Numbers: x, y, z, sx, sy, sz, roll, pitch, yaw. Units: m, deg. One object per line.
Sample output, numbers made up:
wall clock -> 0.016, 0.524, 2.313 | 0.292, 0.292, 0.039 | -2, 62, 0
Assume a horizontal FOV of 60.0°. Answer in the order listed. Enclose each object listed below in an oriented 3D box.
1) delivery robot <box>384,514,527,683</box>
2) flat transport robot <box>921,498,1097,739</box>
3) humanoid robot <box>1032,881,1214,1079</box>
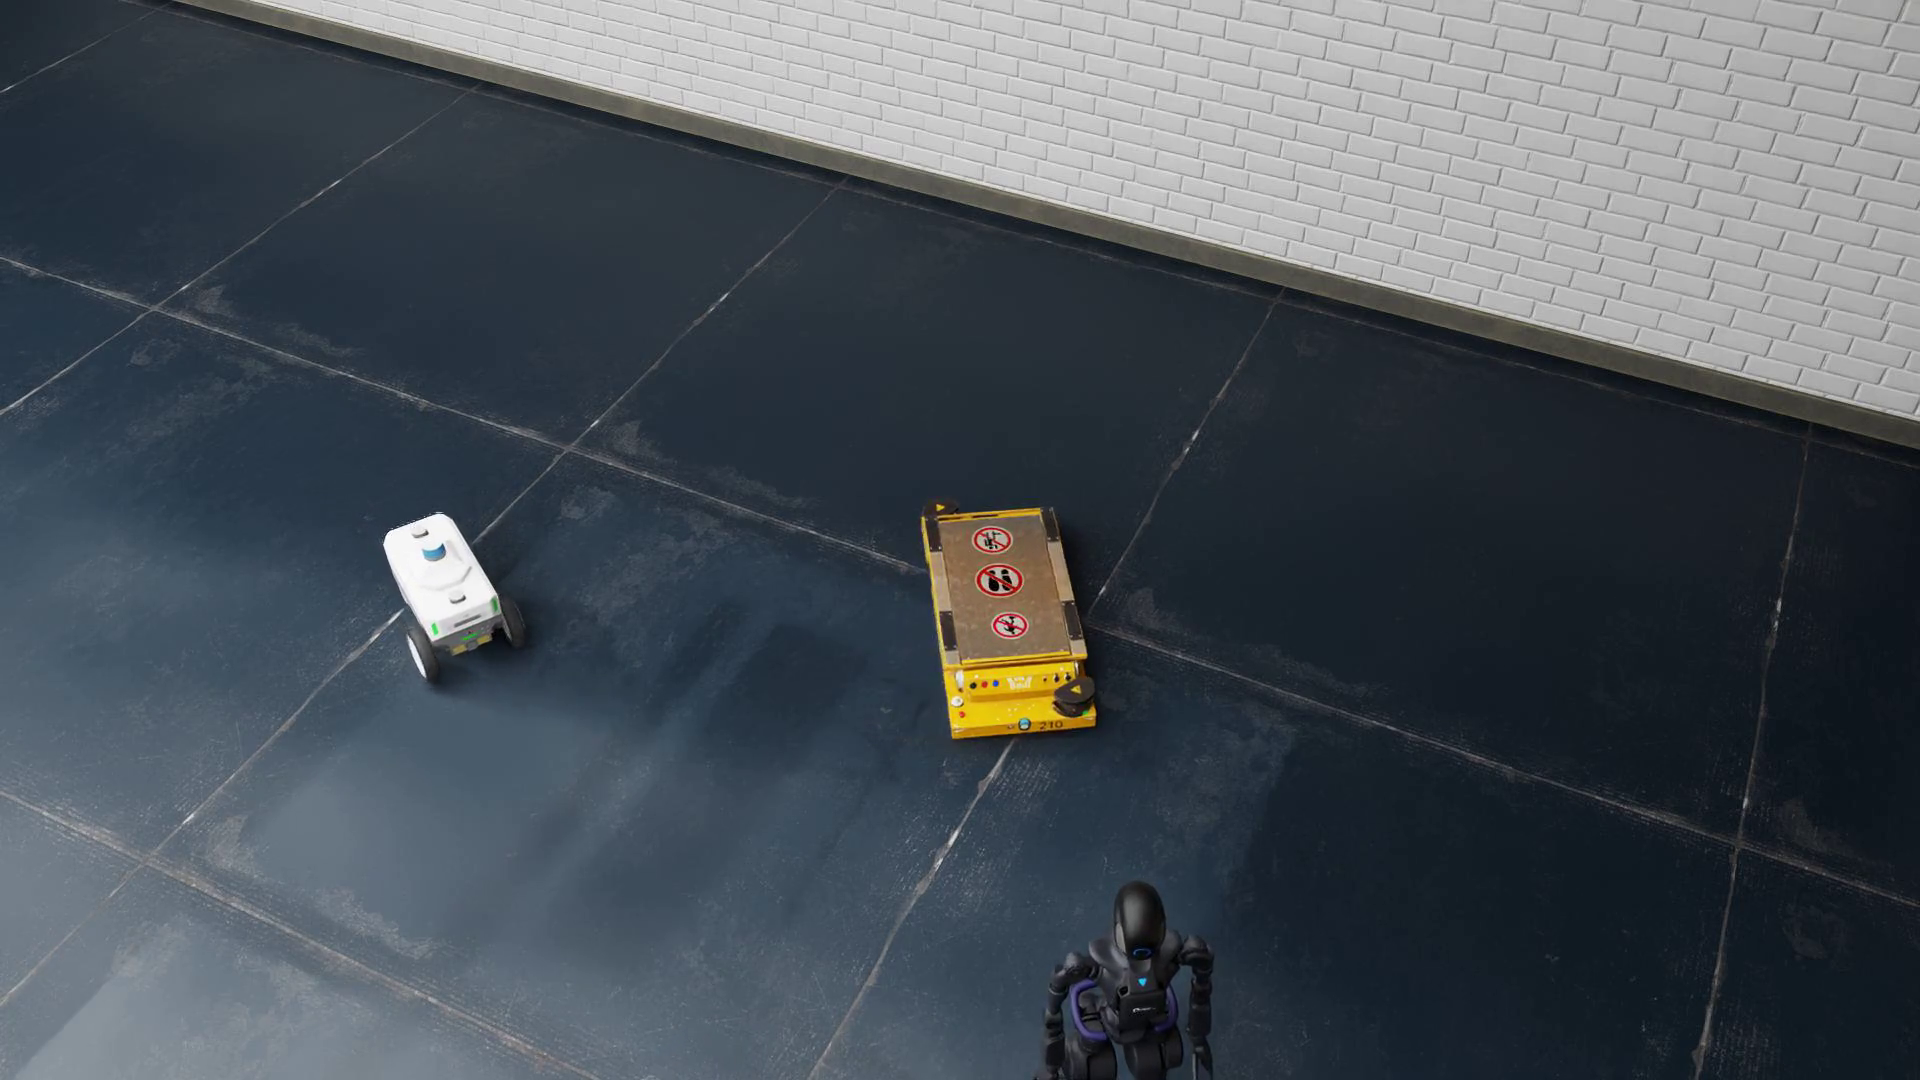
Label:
delivery robot -> -2.401, 0.247, 7.787 | 0.499, 0.606, 0.796 | -23, 48, -23
flat transport robot -> 0.206, 0.326, 7.903 | 0.659, 0.231, 1.431 | -5, 43, -5
humanoid robot -> 0.541, 1.645, 5.442 | 0.616, 1.652, 0.305 | -7, 43, -8
